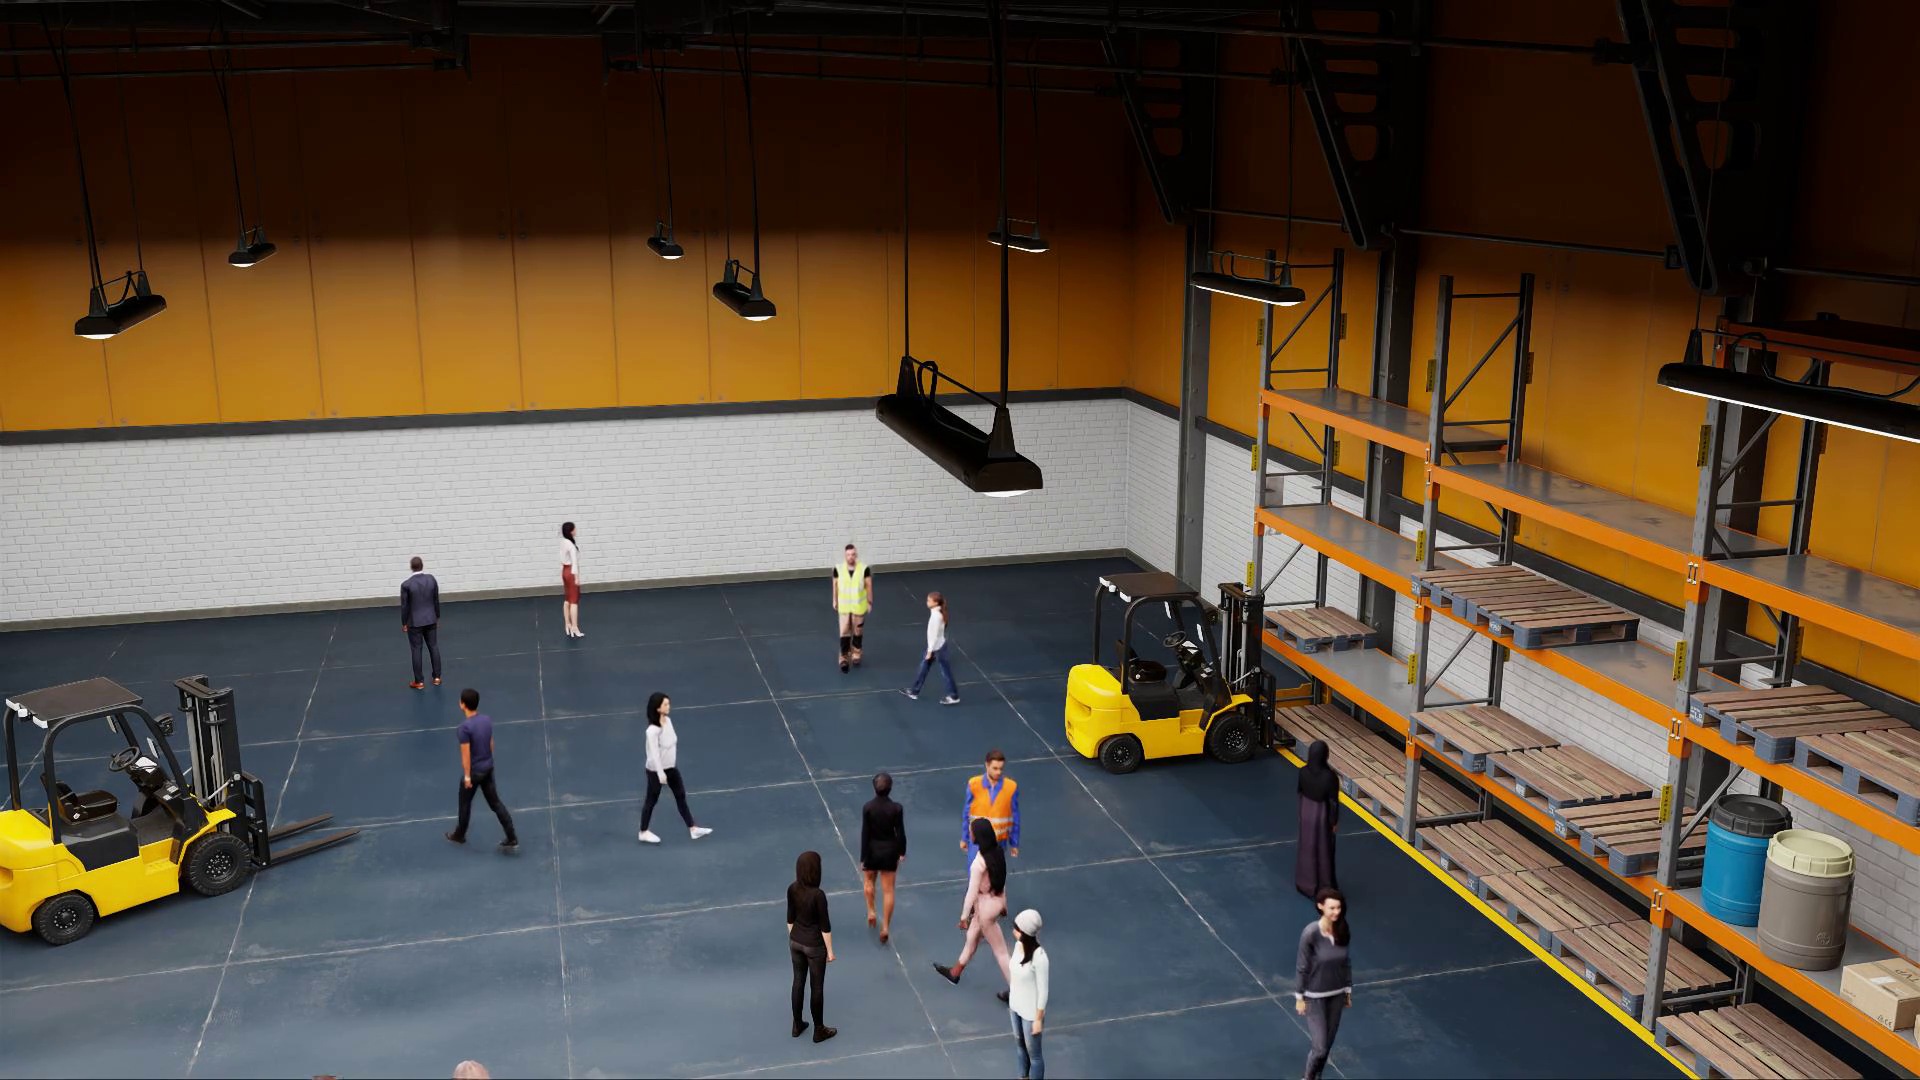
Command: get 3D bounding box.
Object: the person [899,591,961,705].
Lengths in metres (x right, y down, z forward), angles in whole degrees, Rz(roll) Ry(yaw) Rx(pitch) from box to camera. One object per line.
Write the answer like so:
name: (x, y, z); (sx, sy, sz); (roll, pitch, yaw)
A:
person: (-0.204, 1.442, 21.929); (0.694, 1.518, 0.991); (-1, 14, -6)

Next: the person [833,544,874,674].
person: (-1.511, 0.931, 23.420); (0.865, 1.809, 1.160); (-1, 14, -3)

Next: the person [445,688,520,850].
person: (-4.944, 2.438, 17.331); (1.217, 1.746, 1.180); (7, 15, 27)

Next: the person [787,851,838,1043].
person: (-1.258, 3.352, 13.776); (0.644, 1.641, 0.708); (8, 16, 30)

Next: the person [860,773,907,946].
person: (-0.714, 2.977, 15.364); (0.652, 1.625, 0.774); (-2, 14, -6)

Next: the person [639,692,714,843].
person: (-3.239, 2.423, 17.563); (1.026, 1.666, 1.071); (4, 14, 15)

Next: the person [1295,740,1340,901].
person: (3.519, 2.733, 16.390); (0.683, 1.615, 0.769); (13, 18, 42)

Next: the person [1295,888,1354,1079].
person: (2.763, 3.498, 12.918); (0.689, 1.763, 0.677); (-7, 15, -26)

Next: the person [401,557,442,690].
person: (-7.327, 1.111, 22.642); (0.776, 1.825, 0.753); (-10, 17, -37)

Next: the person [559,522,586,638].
person: (-5.838, 0.582, 24.987); (0.720, 1.750, 0.570); (-10, 17, -34)

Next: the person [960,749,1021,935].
person: (0.267, 2.802, 15.638); (0.758, 1.836, 0.730); (-1, 14, -3)

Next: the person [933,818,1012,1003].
person: (0.331, 3.221, 14.246); (1.137, 1.676, 1.138); (7, 15, 25)

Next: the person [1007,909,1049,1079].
person: (0.520, 3.586, 12.788); (0.675, 1.651, 0.512); (-7, 15, -28)
